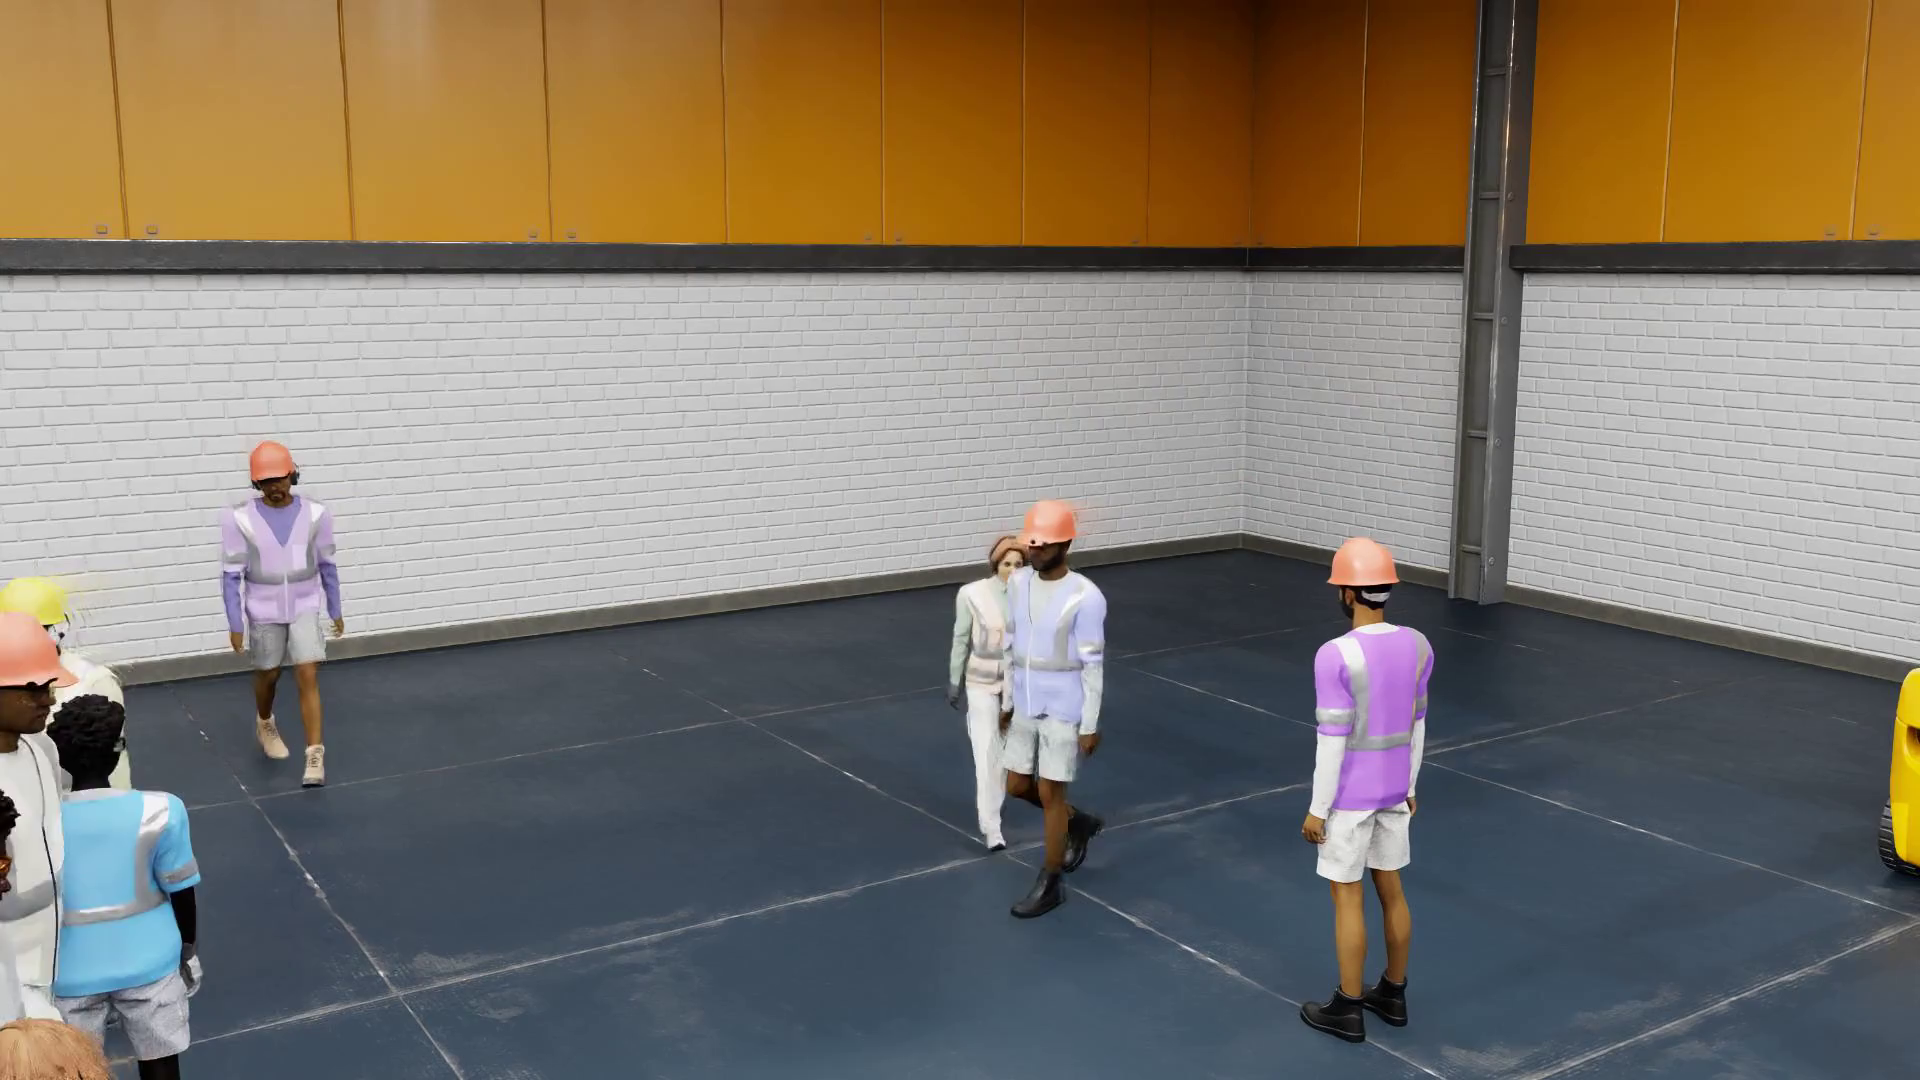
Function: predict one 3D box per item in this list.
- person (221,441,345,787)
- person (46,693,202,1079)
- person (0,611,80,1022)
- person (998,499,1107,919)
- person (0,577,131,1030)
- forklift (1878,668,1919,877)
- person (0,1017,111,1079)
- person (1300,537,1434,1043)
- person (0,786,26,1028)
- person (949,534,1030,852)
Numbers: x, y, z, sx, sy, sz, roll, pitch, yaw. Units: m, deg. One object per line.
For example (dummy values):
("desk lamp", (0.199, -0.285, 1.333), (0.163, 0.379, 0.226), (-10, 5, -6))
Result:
("person", (-3.922, 0.393, 9.651), (0.663, 1.987, 1.063), (-5, 11, -29))
("person", (-2.565, 1.298, 5.012), (0.539, 1.698, 0.319), (-4, 10, -24))
("person", (-2.607, 1.195, 4.644), (0.629, 2.021, 0.630), (-1, 9, -4))
("person", (0.448, 0.748, 7.663), (0.566, 1.922, 0.601), (9, 13, 44))
("person", (-3.422, 1.032, 6.236), (0.589, 1.823, 0.405), (2, 10, 12))
("forklift", (5.511, 0.571, 7.906), (2.313, 2.155, 1.214), (-6, 11, -33))
("person", (-1.552, 1.662, 3.050), (0.580, 1.607, 0.521), (7, 12, 37))
("person", (1.534, 0.950, 6.401), (0.552, 1.932, 0.377), (-6, 11, -31))
("person", (-2.022, 1.429, 3.509), (0.853, 1.929, 0.620), (-1, 9, -7))
("person", (0.231, 0.772, 8.453), (0.527, 1.593, 0.848), (-2, 10, -13))
